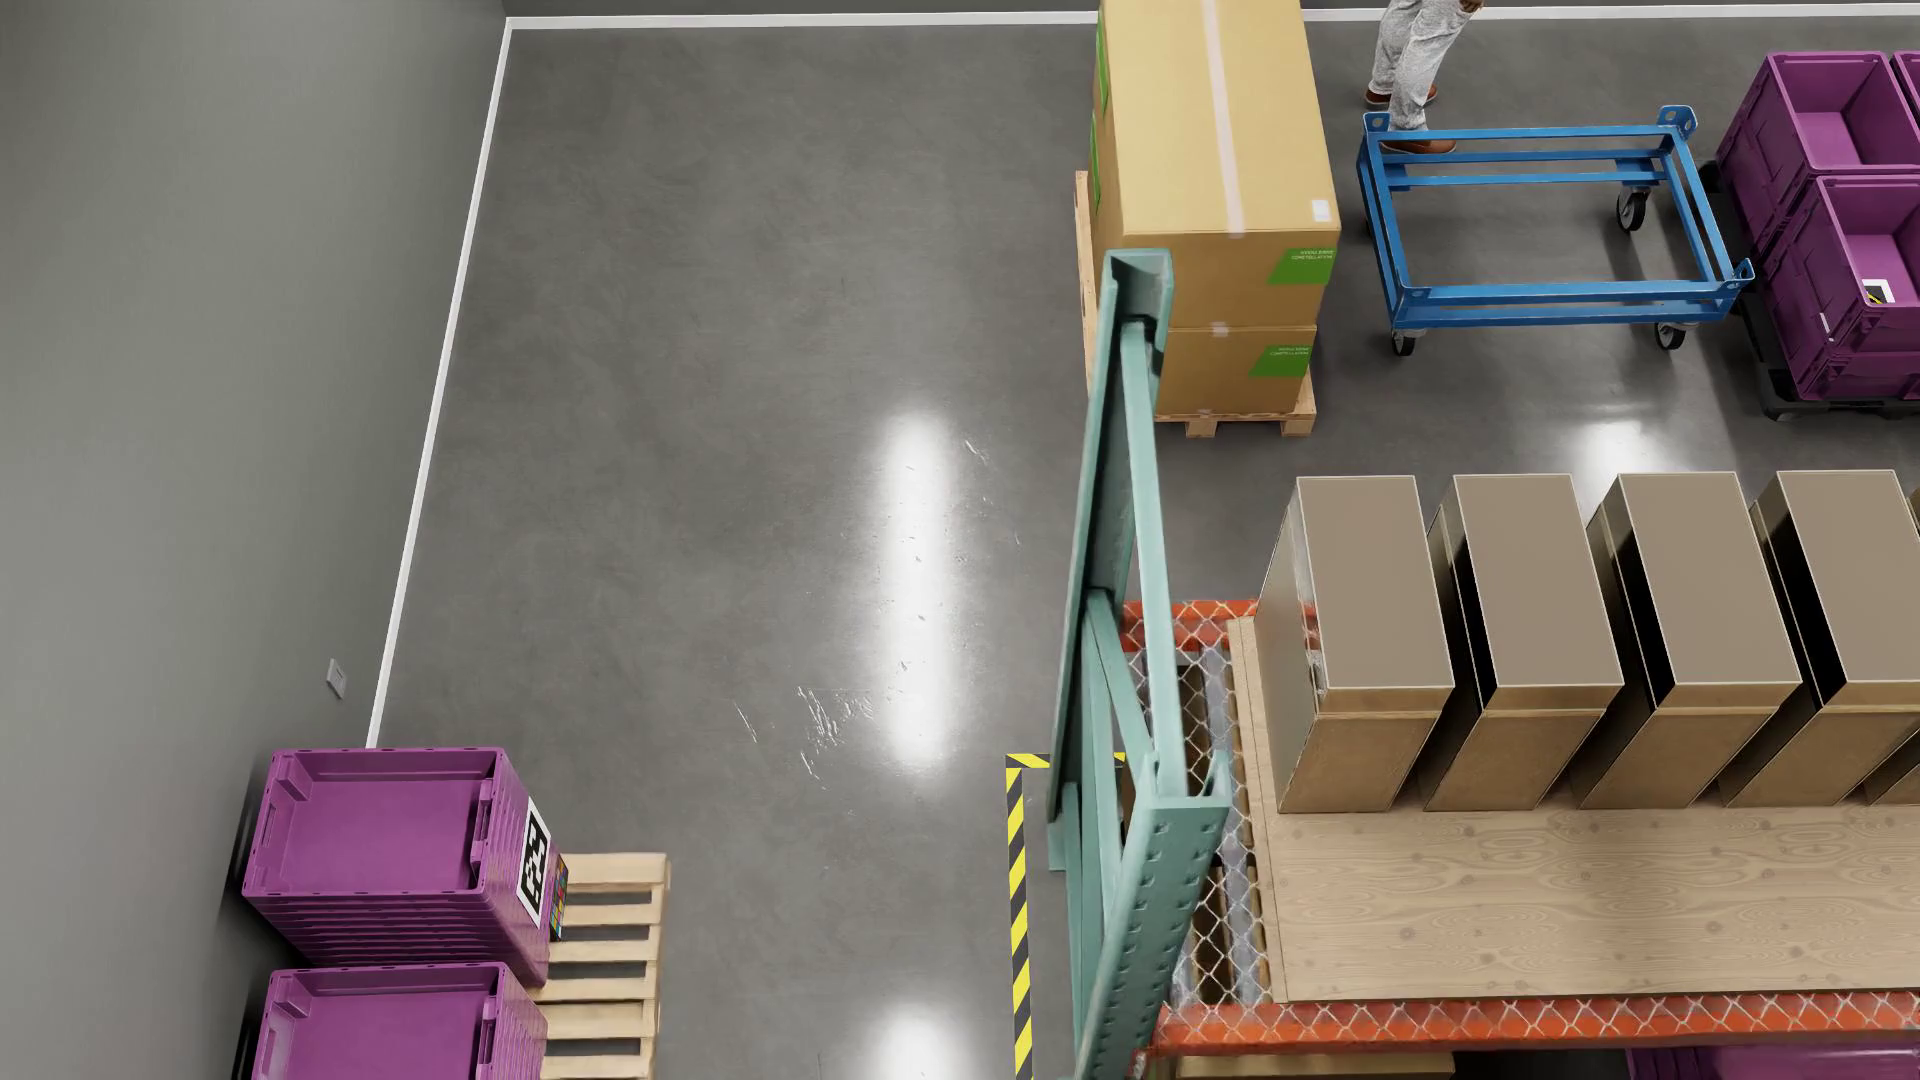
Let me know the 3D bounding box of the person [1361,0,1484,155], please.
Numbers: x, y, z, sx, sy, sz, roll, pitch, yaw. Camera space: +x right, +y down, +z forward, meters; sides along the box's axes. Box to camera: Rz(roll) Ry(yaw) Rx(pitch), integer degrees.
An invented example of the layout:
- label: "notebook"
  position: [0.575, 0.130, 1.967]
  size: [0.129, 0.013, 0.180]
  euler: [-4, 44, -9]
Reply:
- label: "person"
  position: [1.831, -2.239, 6.076]
  size: [0.356, 1.936, 0.638]
  euler: [-3, 58, -2]
